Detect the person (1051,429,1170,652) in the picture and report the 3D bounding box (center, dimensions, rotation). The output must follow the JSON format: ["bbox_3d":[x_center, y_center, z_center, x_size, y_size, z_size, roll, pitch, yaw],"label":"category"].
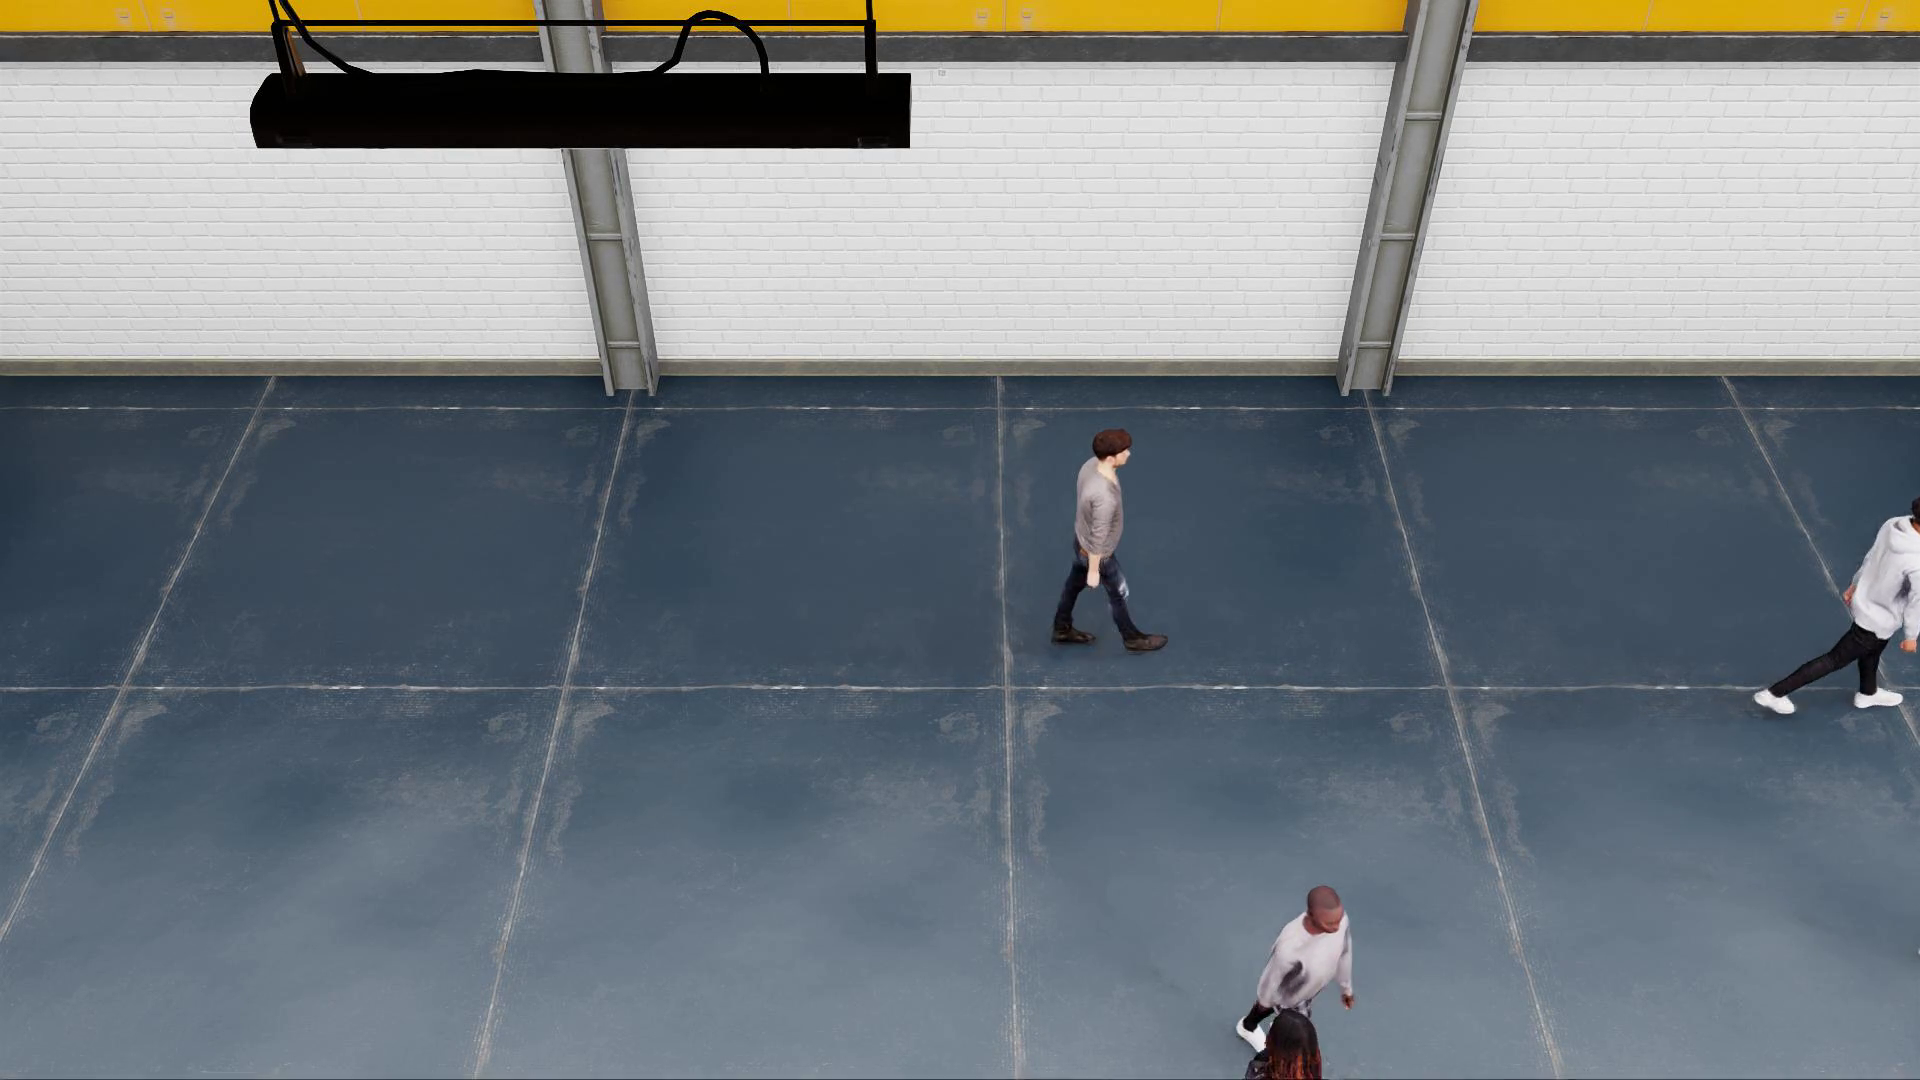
[{"bbox_3d":[0.803,0.044,10.927,1.031,1.880,0.764,-3,44,-3],"label":"person"}]

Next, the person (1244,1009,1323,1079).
[{"bbox_3d":[1.610,2.870,8.154,1.085,1.613,0.946,24,48,23],"label":"person"}]

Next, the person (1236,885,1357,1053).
[{"bbox_3d":[1.693,2.261,8.707,1.072,1.734,1.096,-32,52,-29],"label":"person"}]

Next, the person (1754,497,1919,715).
[{"bbox_3d":[5.677,0.467,10.479,1.231,1.886,0.673,0,44,0],"label":"person"}]
